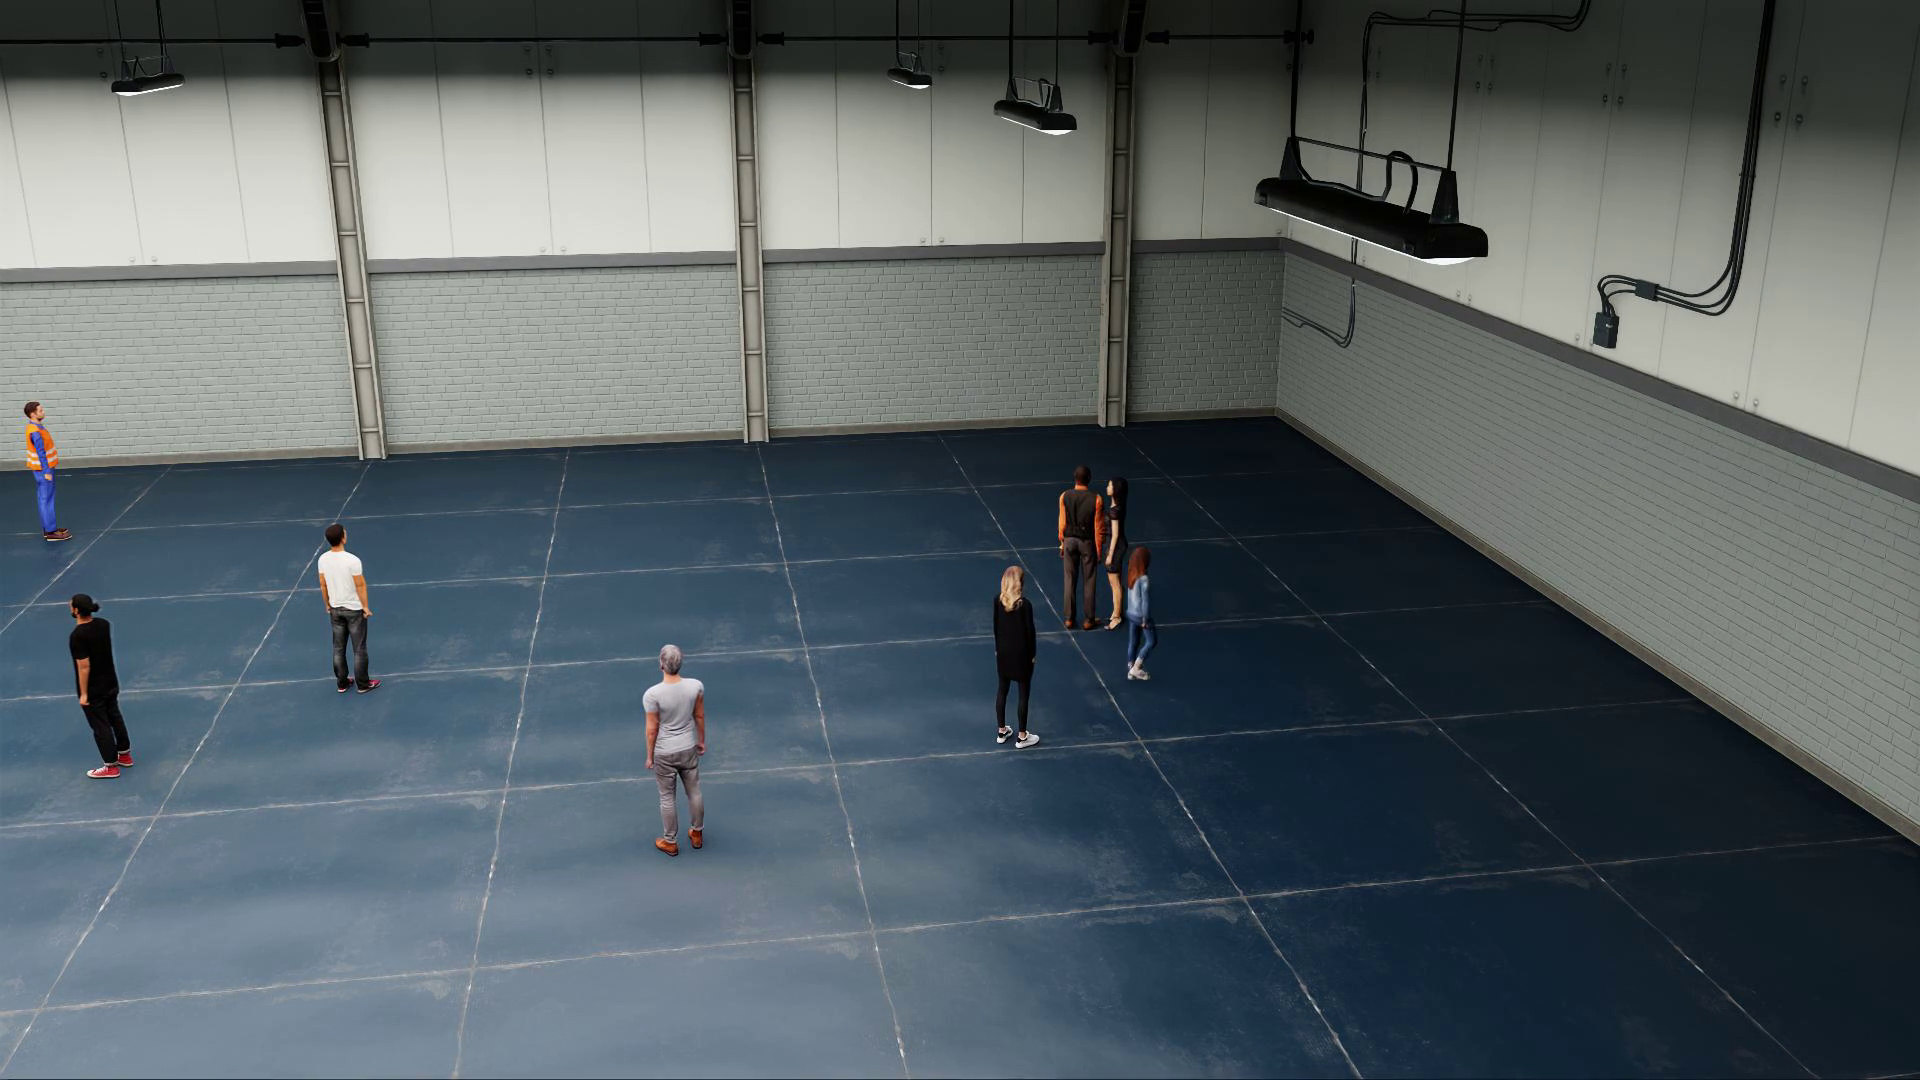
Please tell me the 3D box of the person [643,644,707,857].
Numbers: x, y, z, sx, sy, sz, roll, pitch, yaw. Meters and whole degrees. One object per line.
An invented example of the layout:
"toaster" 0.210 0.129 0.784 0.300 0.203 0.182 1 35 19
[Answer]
"person" -2.372 1.746 13.882 0.651 1.830 0.826 -12 21 -32

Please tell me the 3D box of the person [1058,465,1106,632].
"person" 1.368 0.077 18.879 0.722 1.908 0.844 6 19 18

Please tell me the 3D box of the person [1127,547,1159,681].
"person" 1.812 0.786 17.413 0.601 1.468 0.615 -7 19 -21

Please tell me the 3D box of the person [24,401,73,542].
"person" -12.144 -0.928 22.036 0.754 1.864 0.775 -12 21 -31

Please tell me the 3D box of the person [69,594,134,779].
"person" -7.929 1.326 15.288 0.626 1.757 0.681 2 18 5

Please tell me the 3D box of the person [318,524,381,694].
"person" -6.330 0.699 17.137 0.597 1.805 0.761 3 18 10

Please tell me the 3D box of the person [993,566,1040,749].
"person" 0.516 1.106 15.891 0.677 1.801 0.733 13 22 34

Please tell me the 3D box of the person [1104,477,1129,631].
"person" 1.769 0.139 18.878 0.614 1.791 0.654 4 18 11
